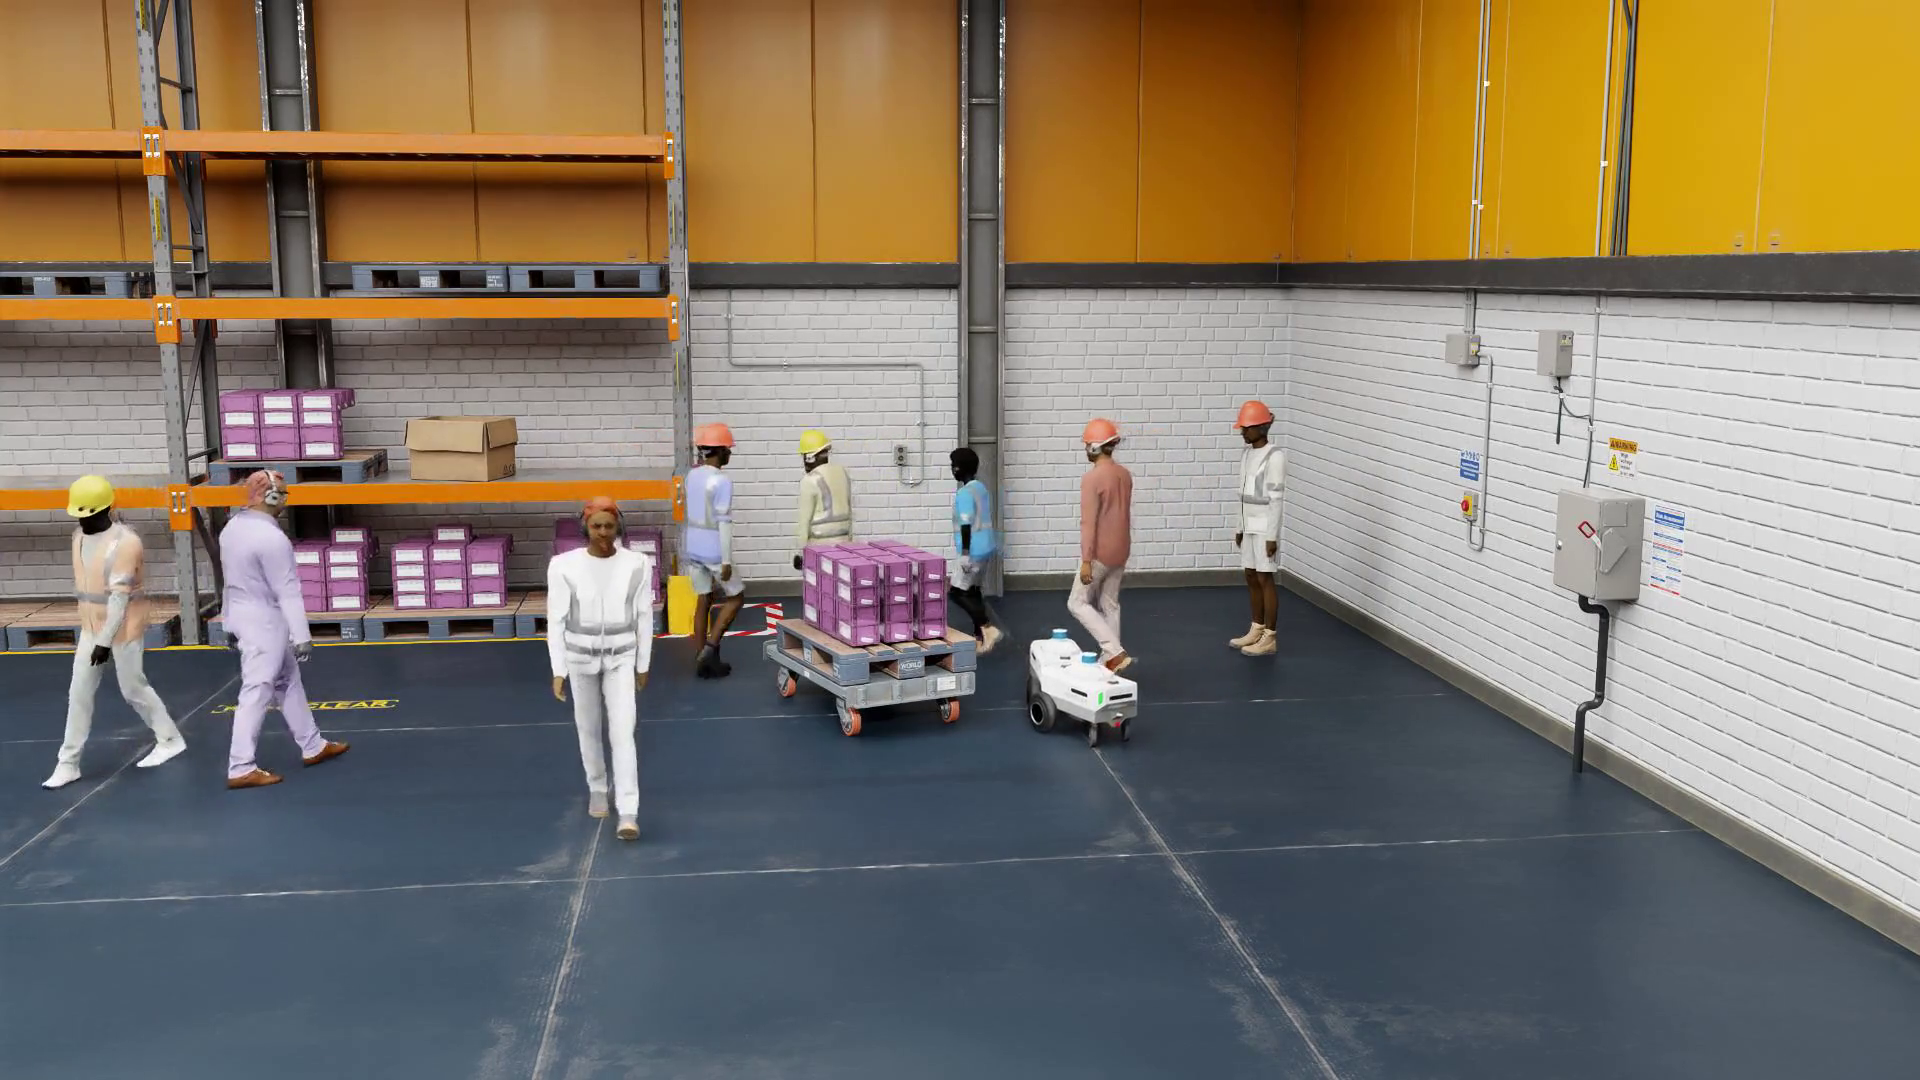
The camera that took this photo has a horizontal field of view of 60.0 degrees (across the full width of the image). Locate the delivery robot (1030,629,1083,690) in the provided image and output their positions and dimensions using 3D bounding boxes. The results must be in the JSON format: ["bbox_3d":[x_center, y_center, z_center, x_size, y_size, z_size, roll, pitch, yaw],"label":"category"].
[{"bbox_3d":[0.692,0.863,11.566,0.477,0.478,0.707,-1,9,-5],"label":"delivery robot"}]

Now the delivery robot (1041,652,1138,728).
[{"bbox_3d":[0.842,0.978,10.851,0.477,0.478,0.707,-5,11,-31],"label":"delivery robot"}]

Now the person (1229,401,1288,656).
[{"bbox_3d":[2.356,-0.095,13.273,0.409,2.030,0.611,-3,10,-18],"label":"person"}]

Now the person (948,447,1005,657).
[{"bbox_3d":[0.110,0.107,13.086,0.440,1.672,0.560,3,9,17],"label":"person"}]

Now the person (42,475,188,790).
[{"bbox_3d":[-5.065,0.520,9.954,0.589,1.867,0.863,4,10,22],"label":"person"}]

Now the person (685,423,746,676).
[{"bbox_3d":[-1.833,0.083,12.474,0.427,1.920,0.562,-9,13,-43],"label":"person"}]

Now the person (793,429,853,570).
[{"bbox_3d":[-1.085,0.027,13.166,0.457,1.806,0.604,5,10,27],"label":"person"}]

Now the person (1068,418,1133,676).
[{"bbox_3d":[1.037,0.097,12.201,0.440,1.976,0.643,6,11,35],"label":"person"}]

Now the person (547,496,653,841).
[{"bbox_3d":[-1.924,0.686,8.982,0.574,1.824,0.993,-3,9,-16],"label":"person"}]

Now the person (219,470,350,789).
[{"bbox_3d":[-4.033,0.513,9.960,0.915,1.860,0.684,-8,12,-43],"label":"person"}]
